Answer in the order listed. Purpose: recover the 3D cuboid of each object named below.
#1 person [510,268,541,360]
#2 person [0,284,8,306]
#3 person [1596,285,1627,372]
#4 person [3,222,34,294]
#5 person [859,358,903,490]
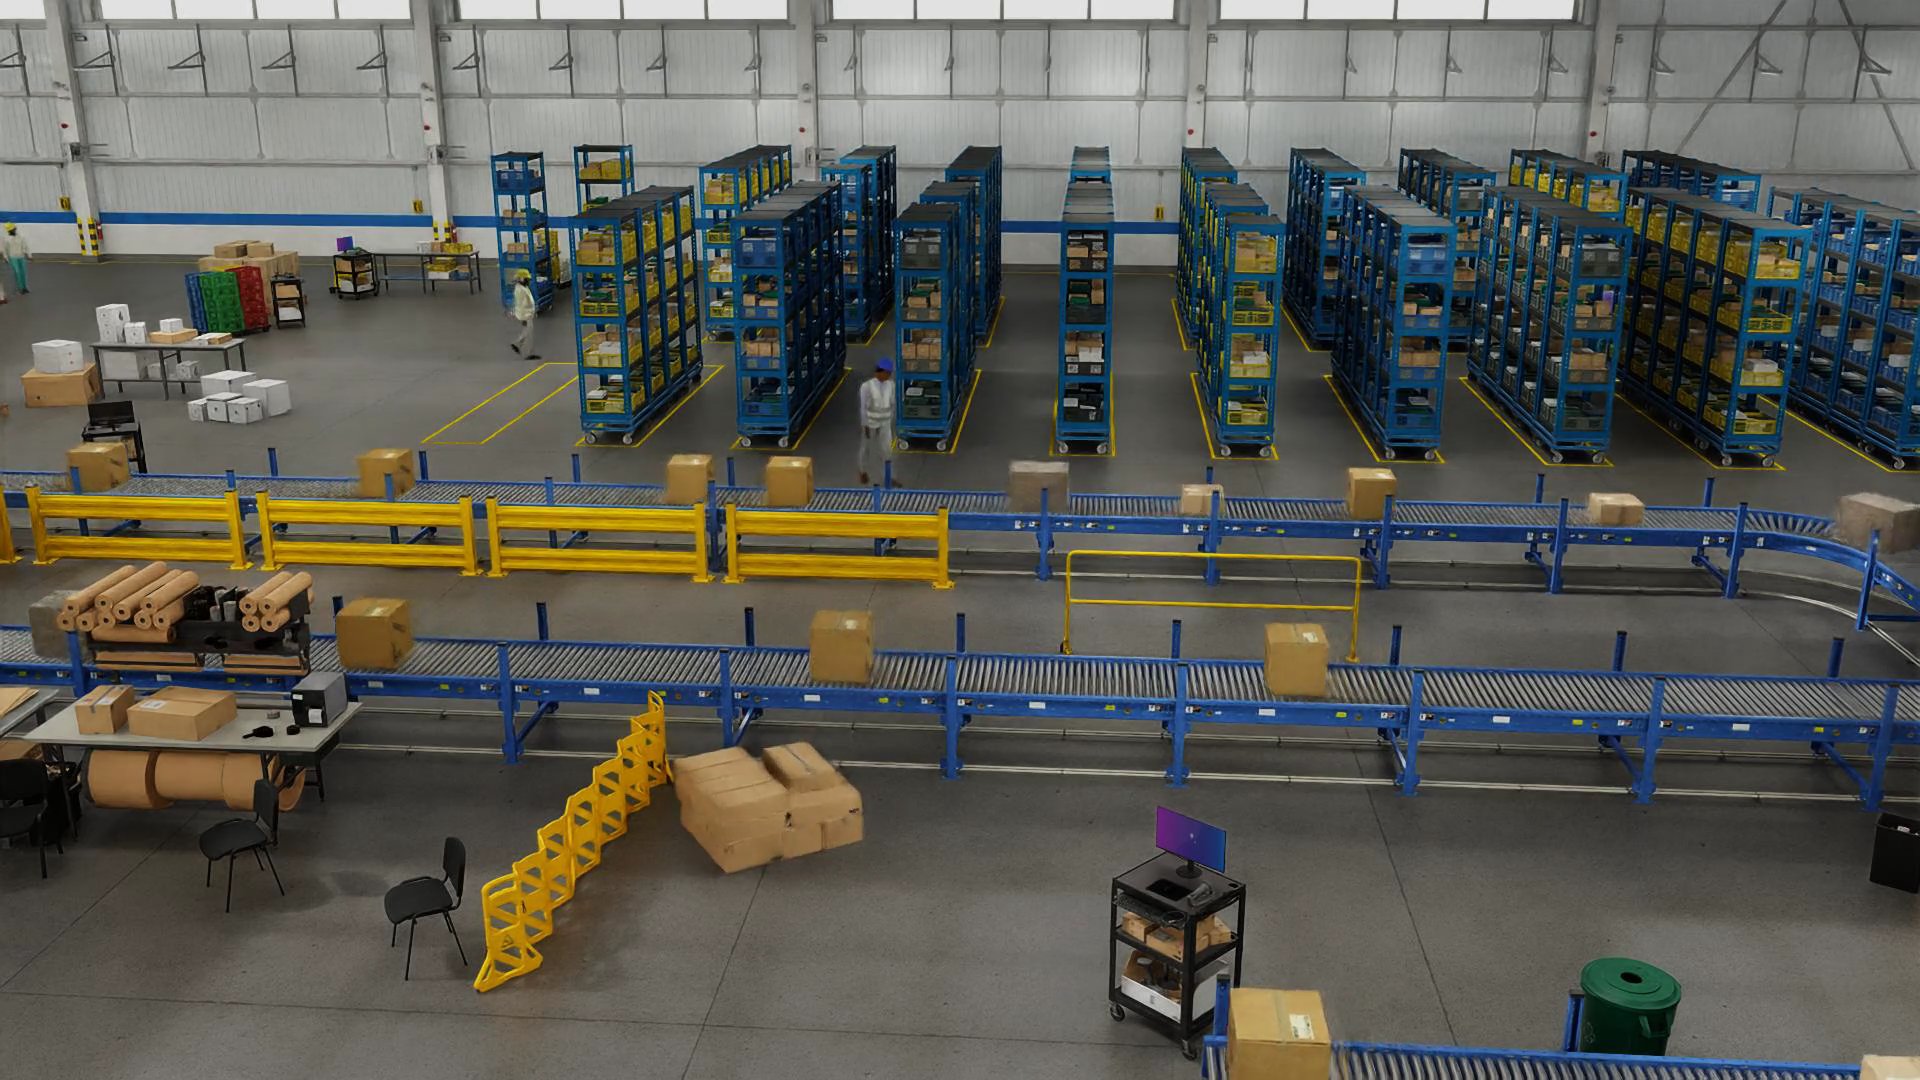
[{"bbox_3d":[-8.573,-4.426,32.632,0.507,1.815,0.613,-1,18,-3],"label":"person"},{"bbox_3d":[-22.604,-6.345,38.515,0.607,1.949,1.025,1,18,3],"label":"person"},{"bbox_3d":[12.287,-4.048,31.398,0.561,1.838,0.386,16,23,40],"label":"person"},{"bbox_3d":[-22.899,-6.864,40.460,0.602,1.737,0.552,13,22,36],"label":"person"},{"bbox_3d":[-1.174,-1.665,23.770,0.632,1.880,0.970,-10,20,-28],"label":"person"}]
